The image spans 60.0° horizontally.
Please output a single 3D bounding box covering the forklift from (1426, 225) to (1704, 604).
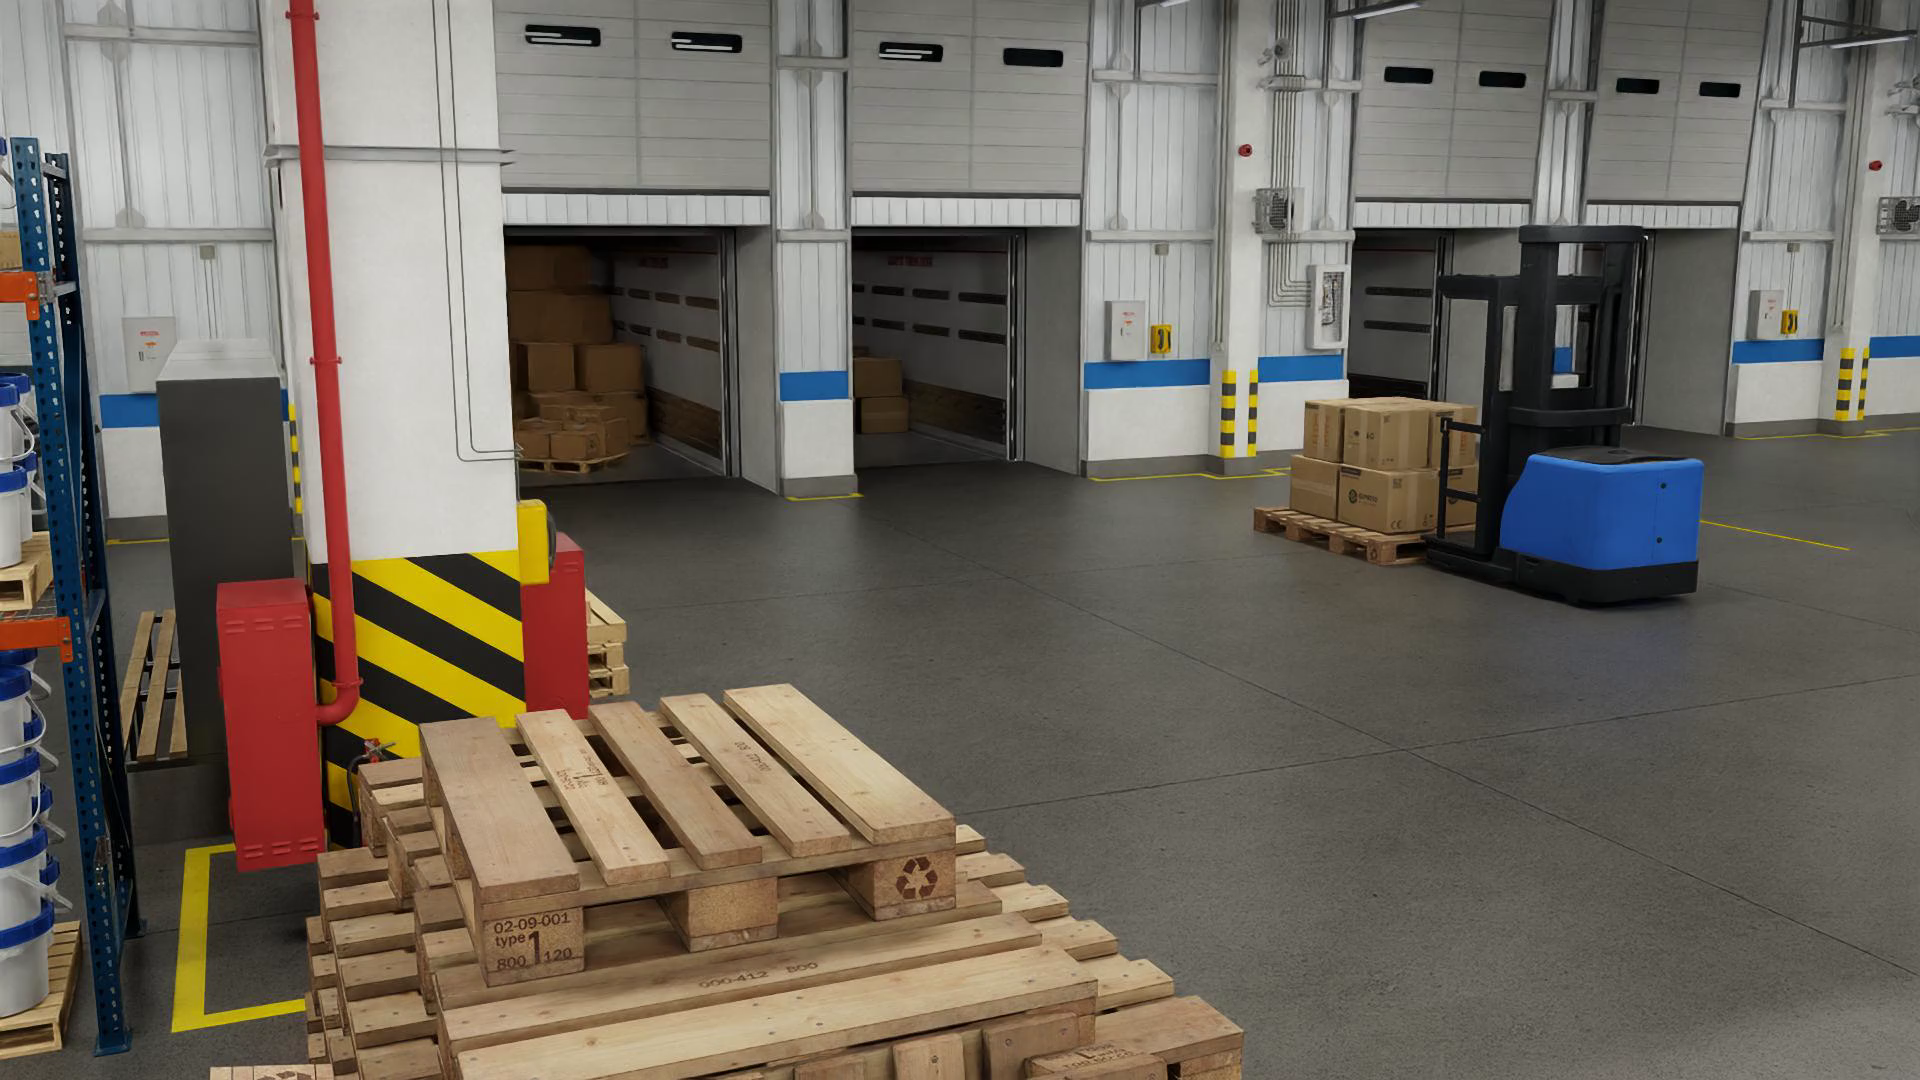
[{"bbox_3d":[4.755,-1.046,12.953,1.129,2.768,1.873,-4,11,-23],"label":"forklift"}]
